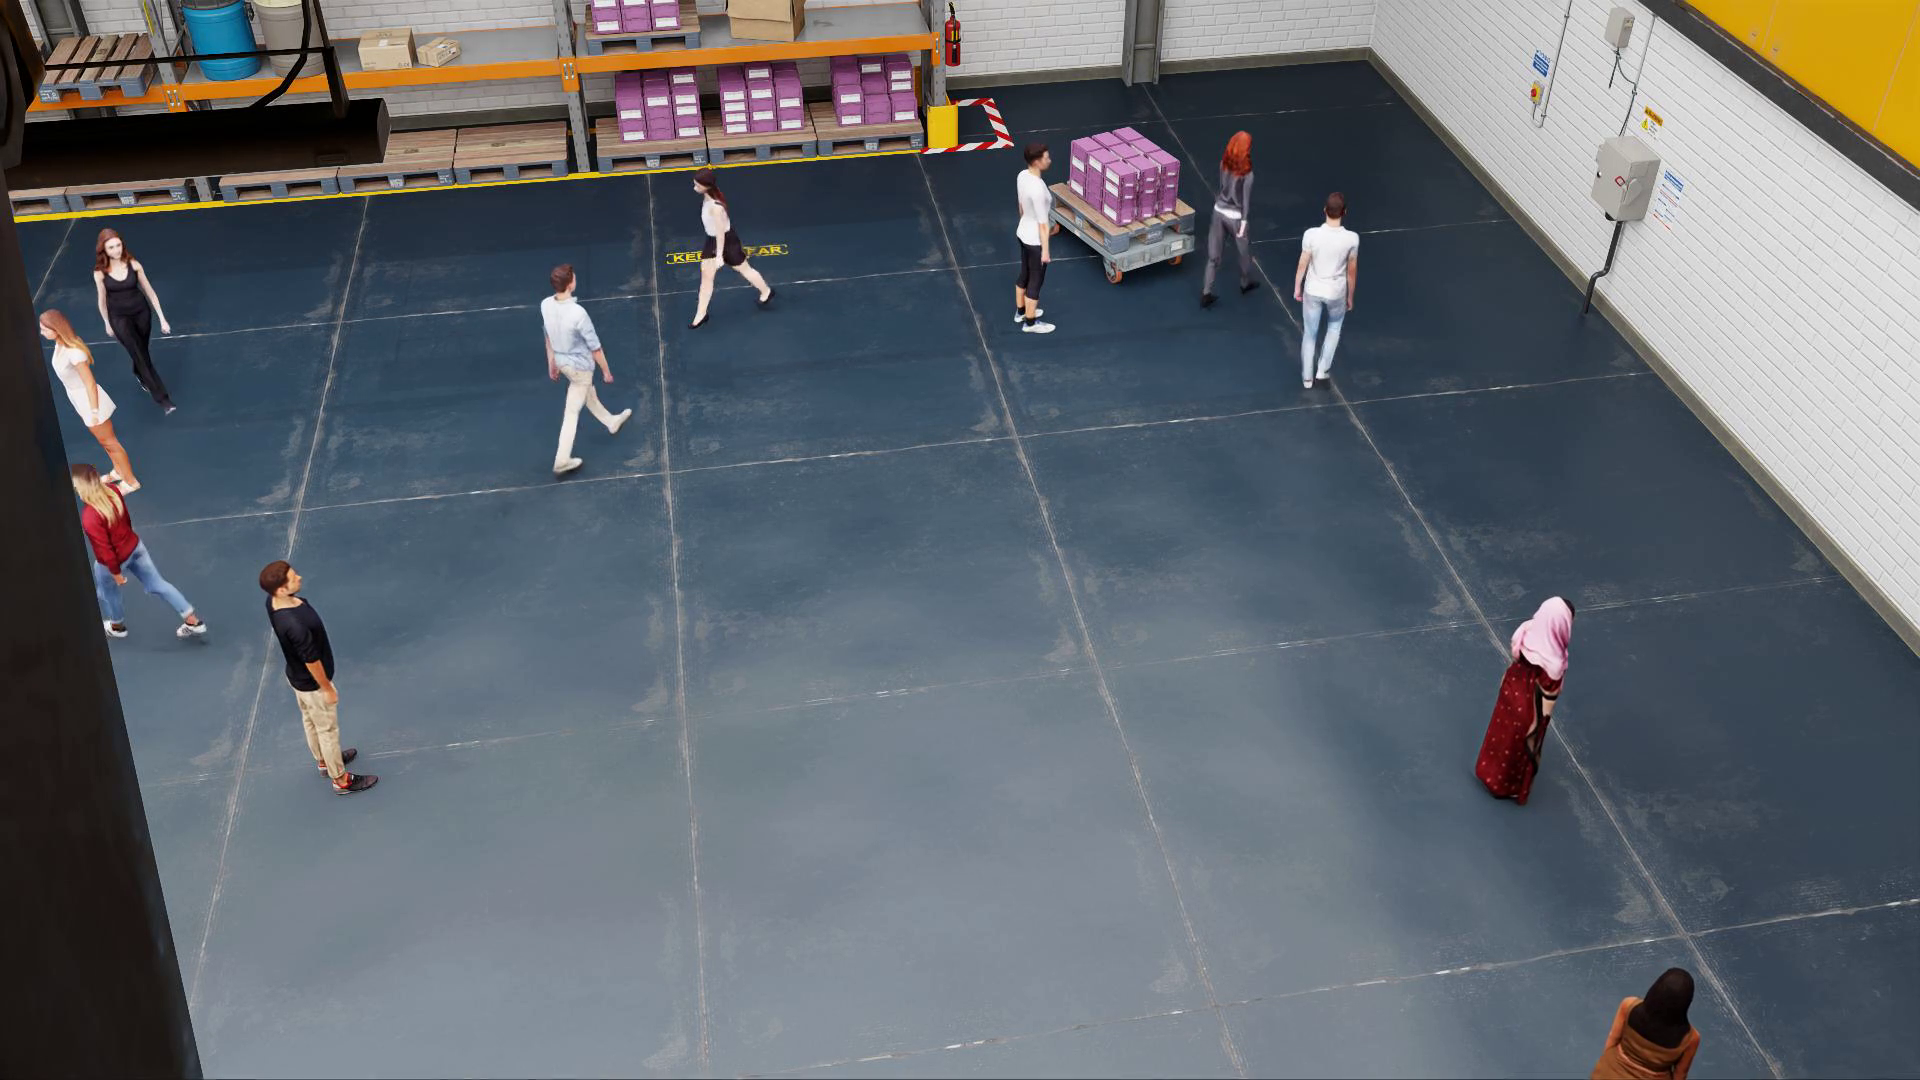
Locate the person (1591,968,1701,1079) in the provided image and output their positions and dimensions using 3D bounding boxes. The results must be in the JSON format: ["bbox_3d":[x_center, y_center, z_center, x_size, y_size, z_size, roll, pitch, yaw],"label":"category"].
[{"bbox_3d":[3.443,2.764,8.502,0.631,1.684,0.686,25,45,28],"label":"person"}]

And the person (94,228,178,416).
[{"bbox_3d":[-7.211,-1.947,14.404,1.184,1.680,1.104,-30,47,-32],"label":"person"}]

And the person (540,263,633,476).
[{"bbox_3d":[-3.200,-1.345,13.557,1.195,1.795,1.250,23,44,26],"label":"person"}]

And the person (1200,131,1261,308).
[{"bbox_3d":[2.478,-2.969,15.626,0.898,1.751,1.030,32,48,33],"label":"person"}]

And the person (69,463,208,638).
[{"bbox_3d":[-5.916,0.121,11.883,1.179,1.594,0.861,6,39,7],"label":"person"}]

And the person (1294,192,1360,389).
[{"bbox_3d":[3.171,-2.107,14.474,0.718,1.842,0.844,9,39,11],"label":"person"}]

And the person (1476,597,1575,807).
[{"bbox_3d":[3.661,1.014,10.734,0.600,1.632,0.675,-5,39,-7],"label":"person"}]

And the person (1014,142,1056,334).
[{"bbox_3d":[0.672,-2.797,15.332,0.597,1.850,0.706,-12,40,-15],"label":"person"}]

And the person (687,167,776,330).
[{"bbox_3d":[-2.124,-2.736,15.469,1.222,1.583,0.848,-17,42,-21],"label":"person"}]

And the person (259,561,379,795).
[{"bbox_3d":[-4.200,0.878,10.723,0.697,1.859,0.714,-26,45,-28],"label":"person"}]

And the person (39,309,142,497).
[{"bbox_3d":[-6.987,-1.115,13.349,0.685,1.696,0.661,-27,46,-30],"label":"person"}]
